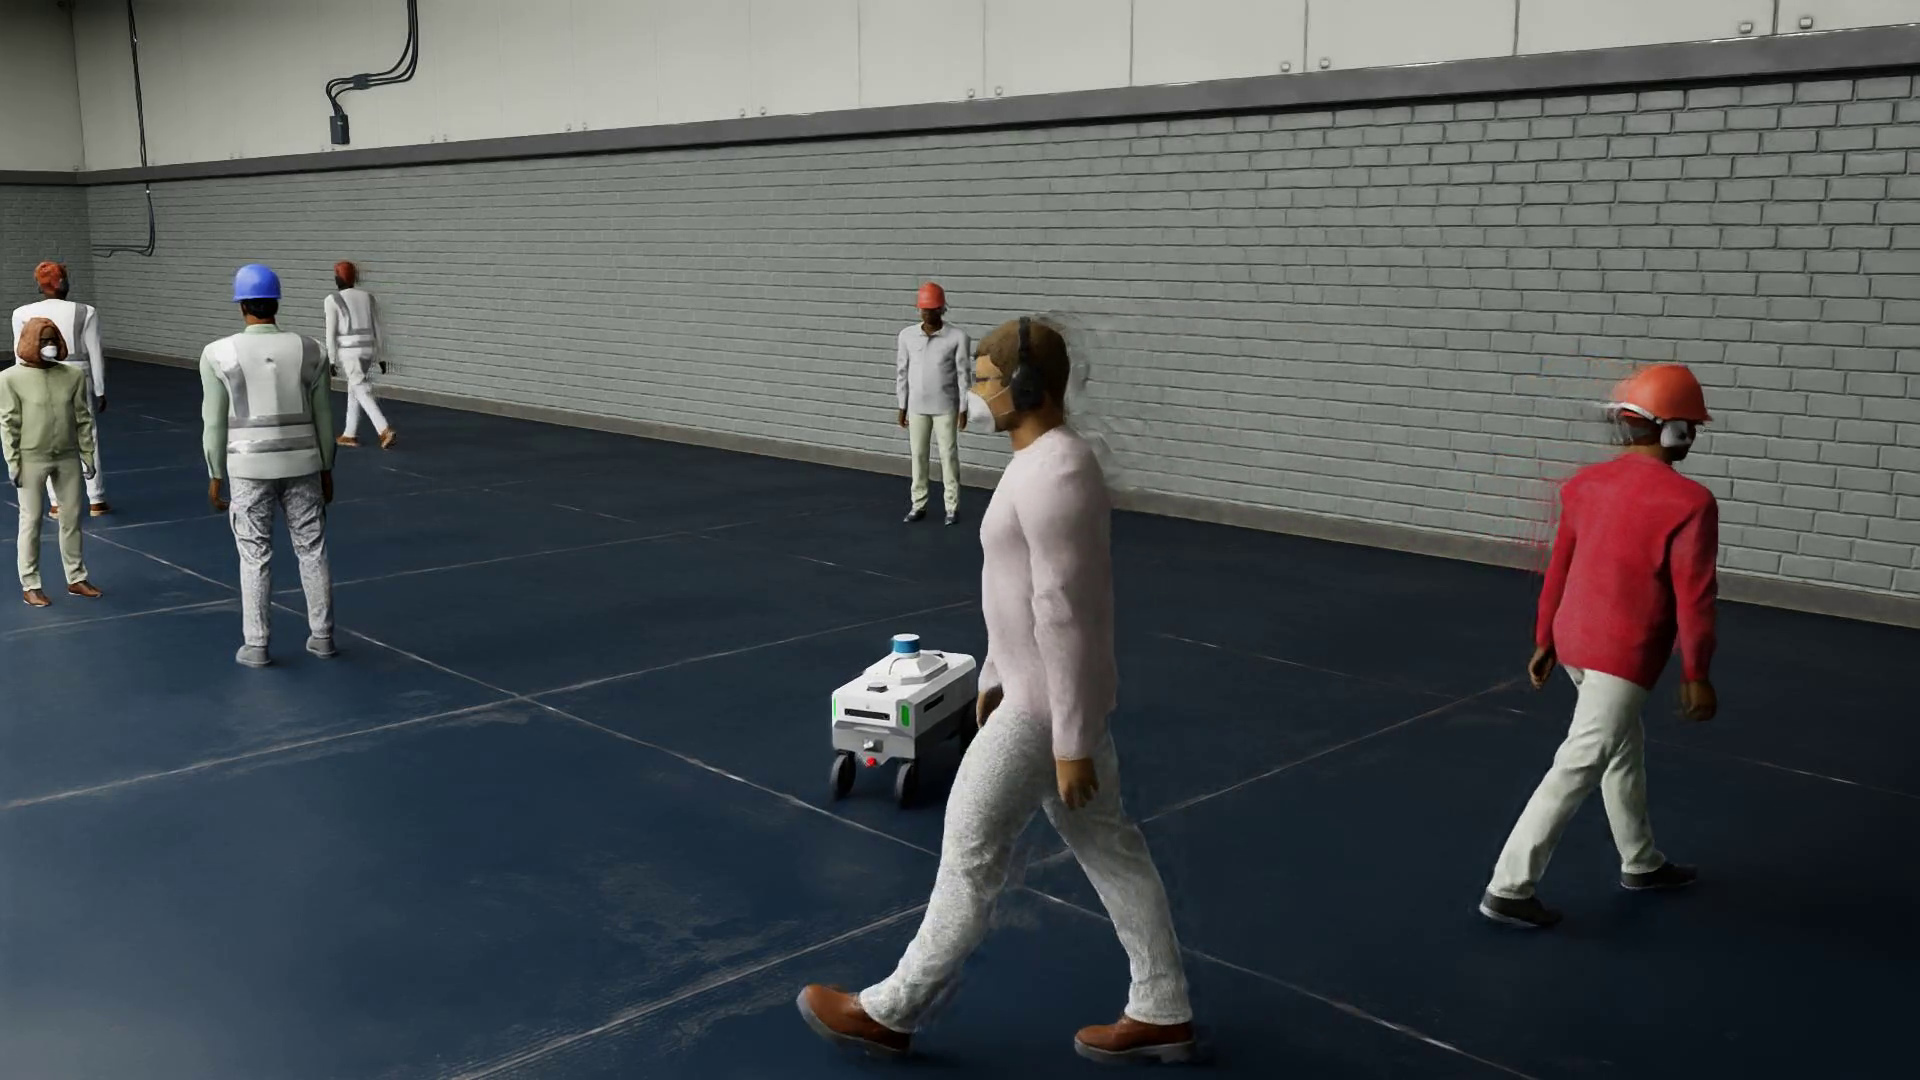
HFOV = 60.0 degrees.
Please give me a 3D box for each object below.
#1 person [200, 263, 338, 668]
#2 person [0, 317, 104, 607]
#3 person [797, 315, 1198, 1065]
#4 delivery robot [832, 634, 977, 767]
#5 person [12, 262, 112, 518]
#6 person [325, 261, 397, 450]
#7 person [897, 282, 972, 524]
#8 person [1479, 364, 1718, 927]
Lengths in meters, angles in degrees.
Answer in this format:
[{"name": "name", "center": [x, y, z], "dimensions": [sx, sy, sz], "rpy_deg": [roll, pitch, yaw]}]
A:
[{"name": "person", "center": [-3.331, -0.358, 8.065], "dimensions": [0.607, 1.945, 0.401], "rpy_deg": [-7, 13, -35]}, {"name": "person", "center": [-5.145, -0.442, 9.401], "dimensions": [0.286, 1.625, 0.496], "rpy_deg": [7, 12, 33]}, {"name": "person", "center": [0.131, 0.397, 4.101], "dimensions": [1.032, 1.879, 0.655], "rpy_deg": [1, 10, 6]}, {"name": "delivery robot", "center": [-0.204, 0.603, 6.352], "dimensions": [0.477, 0.478, 0.707], "rpy_deg": [4, 11, 22]}, {"name": "person", "center": [-6.608, -1.097, 12.258], "dimensions": [0.576, 1.883, 0.362], "rpy_deg": [-4, 11, -21]}, {"name": "person", "center": [-5.841, -1.797, 16.225], "dimensions": [0.972, 1.844, 0.587], "rpy_deg": [7, 12, 32]}, {"name": "person", "center": [-0.198, -0.979, 11.991], "dimensions": [0.565, 1.743, 0.353], "rpy_deg": [4, 11, 18]}, {"name": "person", "center": [1.962, 0.321, 5.032], "dimensions": [0.881, 1.704, 0.570], "rpy_deg": [-3, 11, -15]}]
